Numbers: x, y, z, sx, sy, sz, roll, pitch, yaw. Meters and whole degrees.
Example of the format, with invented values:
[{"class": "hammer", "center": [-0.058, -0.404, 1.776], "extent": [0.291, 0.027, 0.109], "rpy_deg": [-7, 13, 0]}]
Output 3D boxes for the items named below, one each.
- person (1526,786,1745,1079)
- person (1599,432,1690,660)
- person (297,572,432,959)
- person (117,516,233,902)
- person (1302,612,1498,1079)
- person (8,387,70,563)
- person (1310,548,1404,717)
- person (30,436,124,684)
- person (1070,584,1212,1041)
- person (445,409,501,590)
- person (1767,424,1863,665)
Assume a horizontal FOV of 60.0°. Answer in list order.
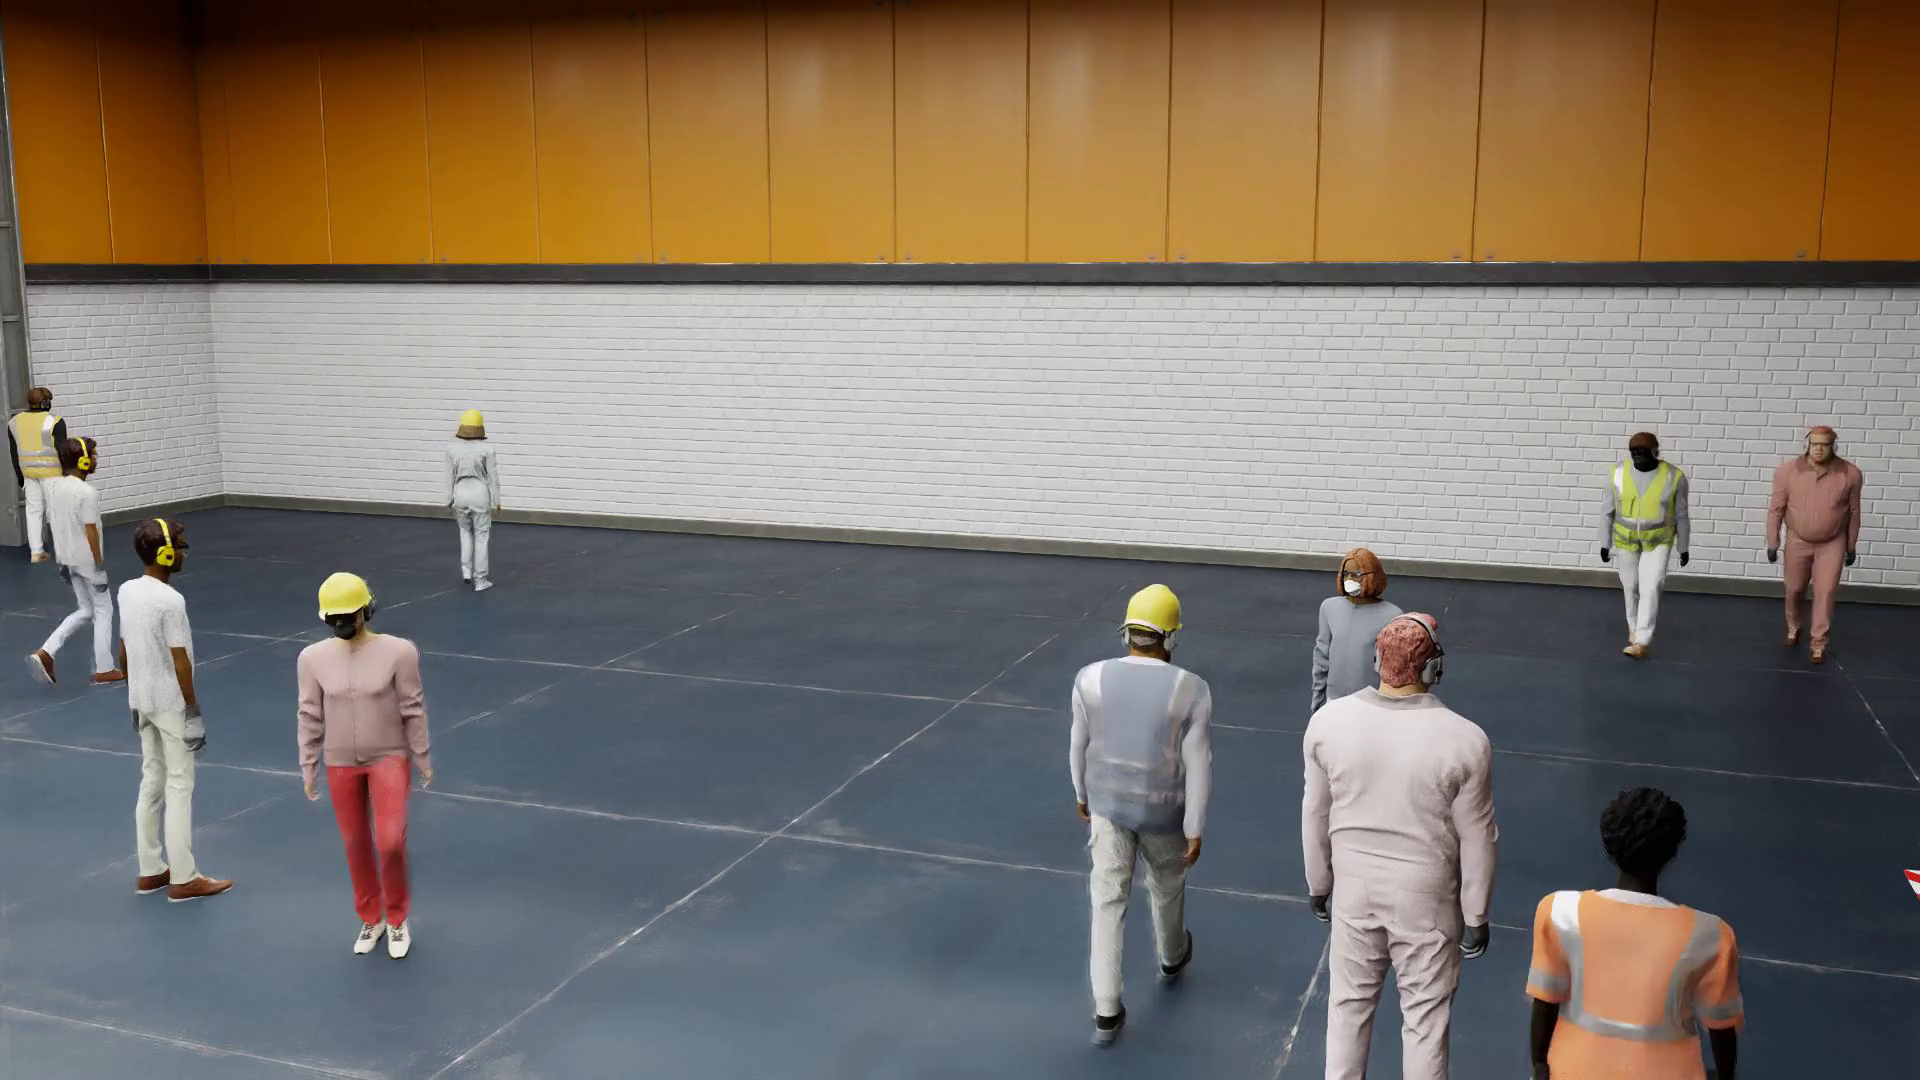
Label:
[{"class": "person", "center": [1.831, 1.487, 4.553], "extent": [0.543, 1.649, 0.885], "rpy_deg": [5, 10, 28]}, {"class": "person", "center": [5.450, 0.022, 13.242], "extent": [0.664, 1.790, 0.980], "rpy_deg": [6, 11, 34]}, {"class": "person", "center": [-2.621, 0.995, 7.303], "extent": [0.549, 1.739, 0.516], "rpy_deg": [-1, 9, -6]}, {"class": "person", "center": [-3.842, 0.815, 8.057], "extent": [0.532, 1.865, 0.310], "rpy_deg": [6, 11, 33]}, {"class": "person", "center": [1.488, 1.185, 5.630], "extent": [0.652, 1.906, 0.408], "rpy_deg": [6, 11, 33]}, {"class": "person", "center": [-9.561, -0.678, 17.392], "extent": [0.633, 1.841, 0.429], "rpy_deg": [1, 9, 6]}, {"class": "person", "center": [2.042, 0.847, 8.570], "extent": [0.507, 1.633, 0.277], "rpy_deg": [7, 12, 39]}, {"class": "person", "center": [-6.428, 0.171, 12.101], "extent": [0.535, 1.850, 0.633], "rpy_deg": [6, 11, 32]}, {"class": "person", "center": [0.744, 1.056, 6.793], "extent": [0.611, 1.778, 0.929], "rpy_deg": [3, 10, 20]}, {"class": "person", "center": [-4.646, -0.388, 15.934], "extent": [0.519, 1.731, 0.414], "rpy_deg": [1, 9, 5]}, {"class": "person", "center": [6.755, -0.007, 13.185], "extent": [0.656, 1.869, 0.891], "rpy_deg": [4, 10, 25]}]
